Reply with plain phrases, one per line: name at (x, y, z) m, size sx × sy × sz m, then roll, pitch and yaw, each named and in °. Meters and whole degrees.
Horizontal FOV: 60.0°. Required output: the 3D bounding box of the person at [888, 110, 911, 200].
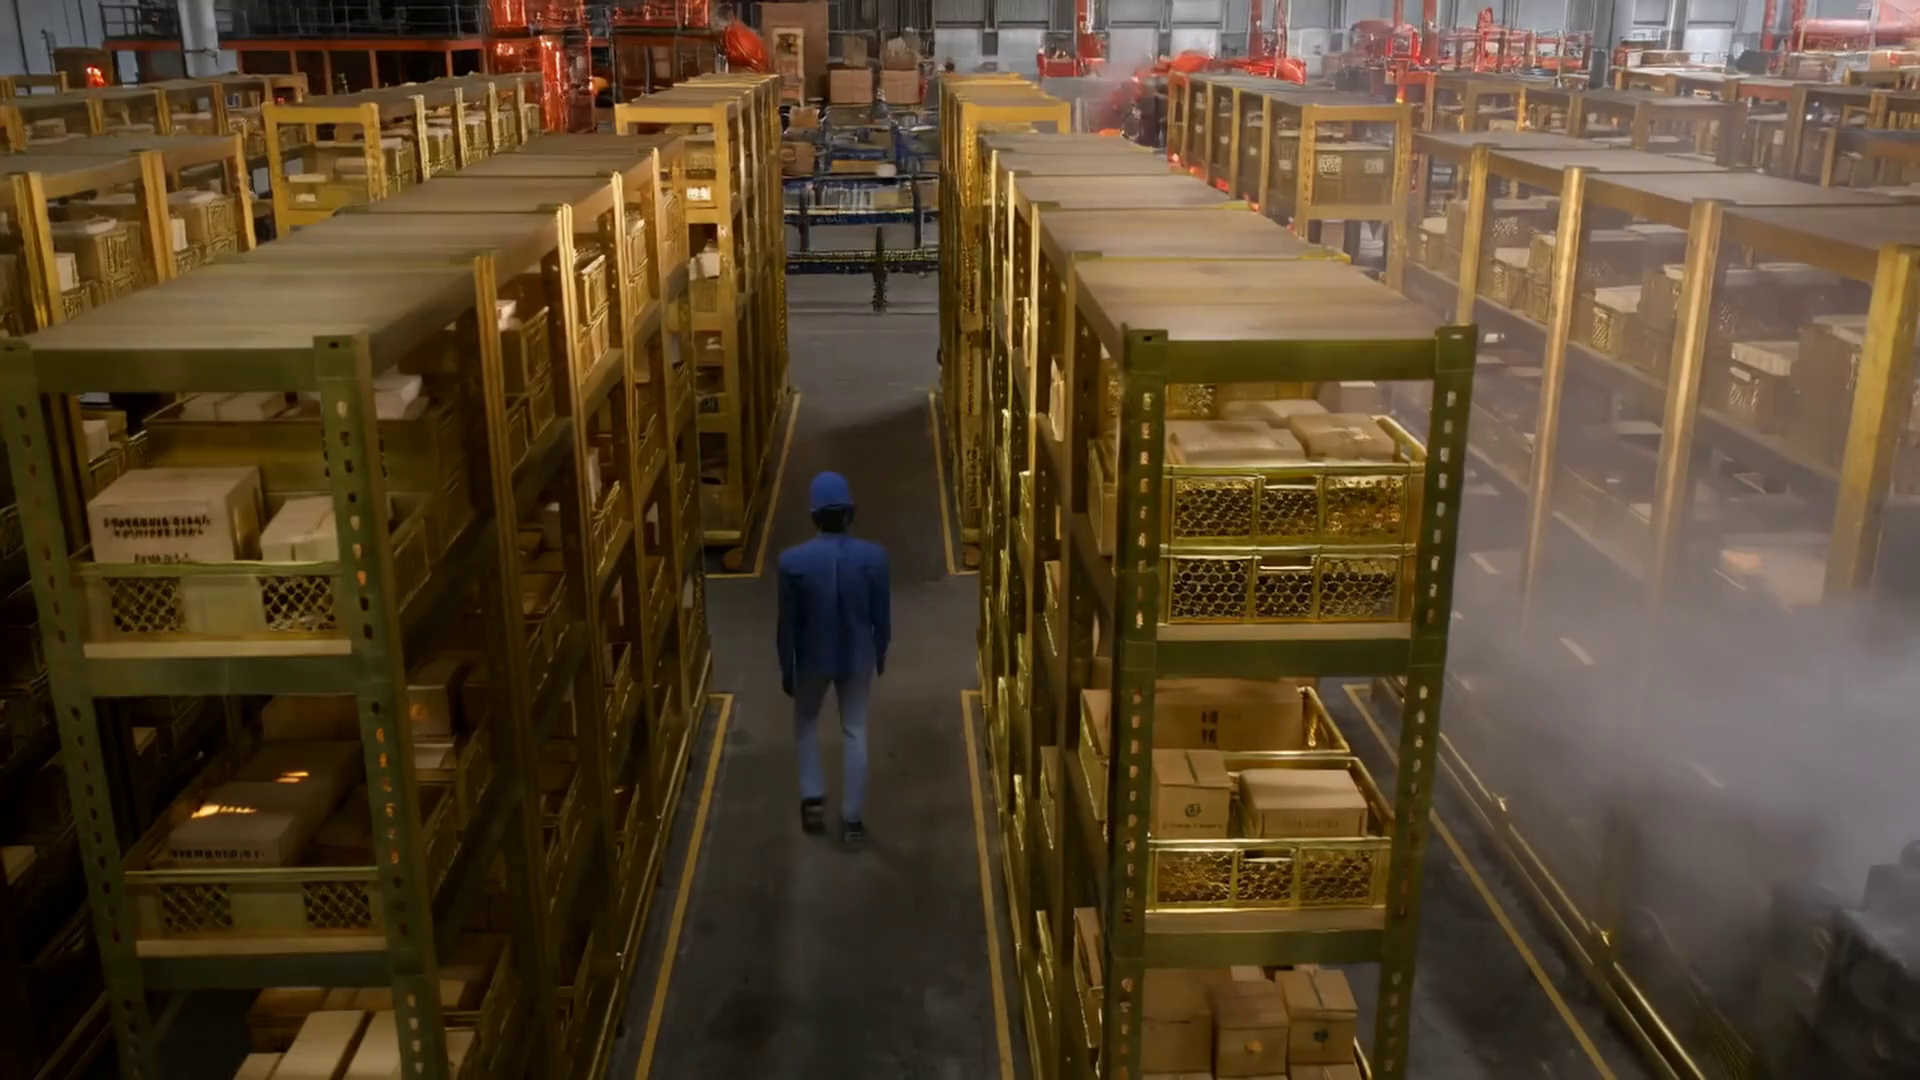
person at (-1.517, -8.622, 37.340) m, size 0.873 × 2.020 × 0.617 m, roll -3°, pitch 18°, yaw -10°

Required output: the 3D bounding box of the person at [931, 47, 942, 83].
person at (-1.315, -26.547, 92.954) m, size 0.867 × 1.911 × 0.605 m, roll 4°, pitch 18°, yaw 13°

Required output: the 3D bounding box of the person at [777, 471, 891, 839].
person at (-0.666, 0.607, 8.826) m, size 0.615 × 1.976 × 0.565 m, roll -3°, pitch 18°, yaw -10°

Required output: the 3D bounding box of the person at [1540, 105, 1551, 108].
person at (19.434, -14.337, 55.449) m, size 0.523 × 1.747 × 0.612 m, roll 8°, pitch 20°, yaw 24°

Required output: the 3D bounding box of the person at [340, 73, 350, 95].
person at (-22.737, -16.448, 61.881) m, size 0.924 × 1.801 × 0.541 m, roll -2°, pitch 18°, yaw -5°

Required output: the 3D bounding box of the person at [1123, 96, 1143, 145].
person at (4.597, -10.892, 44.508) m, size 0.566 × 1.918 × 0.615 m, roll -3°, pitch 18°, yaw -8°

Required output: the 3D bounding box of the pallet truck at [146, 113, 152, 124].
pallet truck at (-18.087, -8.309, 36.390) m, size 1.885 × 1.965 × 0.823 m, roll -1°, pitch 18°, yaw -4°

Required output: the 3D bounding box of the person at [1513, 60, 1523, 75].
person at (24.630, -20.325, 73.785) m, size 0.582 × 1.864 × 0.578 m, roll -8°, pitch 20°, yaw -23°

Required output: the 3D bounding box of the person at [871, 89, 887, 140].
person at (-2.400, -12.623, 50.008) m, size 0.599 × 1.827 × 0.404 m, roll 16°, pitch 24°, yaw 40°

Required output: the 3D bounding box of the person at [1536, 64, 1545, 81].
person at (24.098, -18.861, 69.273) m, size 0.527 × 1.858 × 0.318 m, roll -10°, pitch 20°, yaw -28°

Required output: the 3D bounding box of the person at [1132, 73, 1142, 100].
person at (6.749, -17.026, 63.798) m, size 0.494 × 1.720 × 0.688 m, roll 5°, pitch 19°, yaw 15°

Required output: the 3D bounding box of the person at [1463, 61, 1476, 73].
person at (21.459, -19.226, 70.279) m, size 0.543 × 1.932 × 0.376 m, roll 7°, pitch 19°, yaw 21°

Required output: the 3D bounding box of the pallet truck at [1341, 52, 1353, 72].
pallet truck at (18.794, -23.123, 82.231) m, size 0.823 × 1.965 × 1.885 m, roll -13°, pitch 22°, yaw -35°

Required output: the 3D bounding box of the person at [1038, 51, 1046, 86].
person at (4.368, -25.239, 89.074) m, size 0.429 × 1.834 × 0.675 m, roll 7°, pitch 19°, yaw 22°

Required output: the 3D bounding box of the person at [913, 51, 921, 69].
person at (-2.407, -25.858, 91.020) m, size 0.639 × 1.802 × 0.951 m, roll -12°, pitch 21°, yaw -33°

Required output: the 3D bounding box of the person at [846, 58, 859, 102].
person at (-4.829, -20.706, 74.875) m, size 0.593 × 1.922 × 0.391 m, roll 5°, pitch 18°, yaw 14°

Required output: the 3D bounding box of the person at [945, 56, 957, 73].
person at (-0.434, -21.828, 78.399) m, size 0.620 × 1.883 × 0.832 m, roll -1°, pitch 18°, yaw -3°

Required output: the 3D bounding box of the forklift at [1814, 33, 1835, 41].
forklift at (44.096, -24.547, 85.225) m, size 1.129 × 2.768 × 1.873 m, roll 7°, pitch 19°, yaw 21°

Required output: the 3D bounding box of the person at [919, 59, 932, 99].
person at (-1.542, -20.043, 72.818) m, size 0.568 × 1.924 × 0.640 m, roll 8°, pitch 19°, yaw 22°

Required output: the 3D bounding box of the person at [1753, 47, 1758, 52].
person at (44.939, -26.990, 94.410) m, size 0.983 × 1.880 × 0.594 m, roll 4°, pitch 18°, yaw 12°

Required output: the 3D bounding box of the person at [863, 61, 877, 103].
person at (-3.733, -18.860, 69.040) m, size 0.610 × 1.996 × 0.378 m, roll -7°, pitch 19°, yaw -20°

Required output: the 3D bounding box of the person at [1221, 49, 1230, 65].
person at (14.785, -26.466, 92.882) m, size 0.517 × 1.821 × 0.972 m, roll 8°, pitch 20°, yaw 24°

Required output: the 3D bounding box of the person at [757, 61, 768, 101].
person at (-8.772, -20.243, 73.589) m, size 0.591 × 1.826 × 0.992 m, roll 16°, pitch 24°, yaw 41°

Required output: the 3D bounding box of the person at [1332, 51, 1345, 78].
person at (19.093, -23.654, 83.806) m, size 1.008 × 2.000 × 0.692 m, roll -8°, pitch 20°, yaw -23°

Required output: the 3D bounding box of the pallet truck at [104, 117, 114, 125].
pallet truck at (-18.367, -7.885, 35.078) m, size 1.885 × 1.965 × 0.823 m, roll 1°, pitch 18°, yaw 2°
